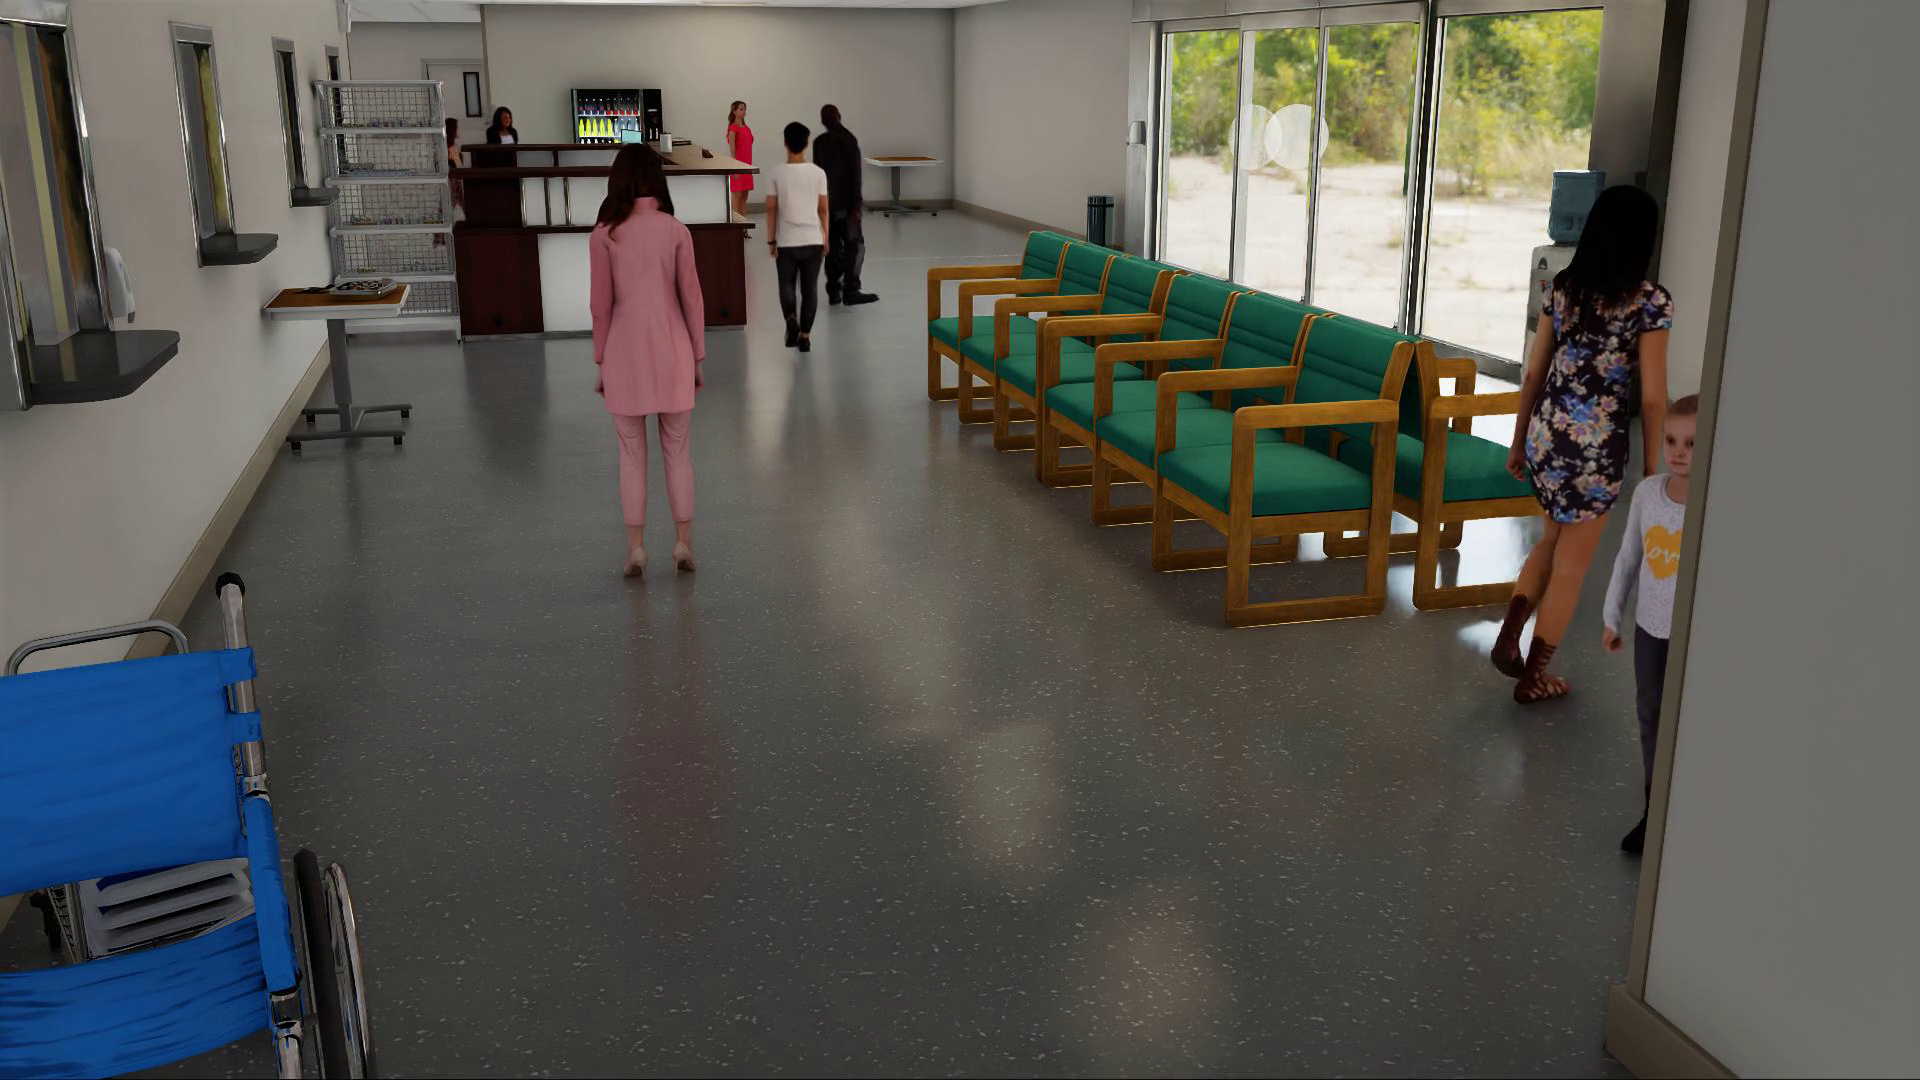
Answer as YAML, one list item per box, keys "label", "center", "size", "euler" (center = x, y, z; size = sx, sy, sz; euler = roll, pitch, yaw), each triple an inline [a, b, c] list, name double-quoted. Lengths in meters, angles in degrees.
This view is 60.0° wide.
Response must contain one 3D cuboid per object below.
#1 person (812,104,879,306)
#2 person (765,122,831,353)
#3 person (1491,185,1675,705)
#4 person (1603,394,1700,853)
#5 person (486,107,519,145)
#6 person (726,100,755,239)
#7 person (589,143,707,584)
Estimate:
- label: "person"
  center: [-1.104, -3.007, 15.023]
  size: [1.001, 1.781, 0.972]
  euler: [-14, 21, -40]
- label: "person"
  center: [-1.204, -2.248, 12.461]
  size: [0.713, 1.710, 0.741]
  euler: [-2, 16, -7]
- label: "person"
  center: [1.953, -0.255, 5.376]
  size: [0.769, 1.719, 0.740]
  euler: [-14, 21, -41]
- label: "person"
  center: [1.968, 0.230, 4.477]
  size: [0.610, 1.272, 0.583]
  euler: [-12, 19, -35]
- label: "person"
  center: [-6.308, -5.126, 22.865]
  size: [0.895, 1.603, 0.836]
  euler: [15, 22, 42]
- label: "person"
  center: [-2.807, -4.719, 21.191]
  size: [0.715, 1.728, 0.667]
  euler: [7, 17, 24]
- label: "person"
  center: [-1.289, -0.719, 6.865]
  size: [0.443, 1.803, 0.669]
  euler: [-4, 16, -15]
